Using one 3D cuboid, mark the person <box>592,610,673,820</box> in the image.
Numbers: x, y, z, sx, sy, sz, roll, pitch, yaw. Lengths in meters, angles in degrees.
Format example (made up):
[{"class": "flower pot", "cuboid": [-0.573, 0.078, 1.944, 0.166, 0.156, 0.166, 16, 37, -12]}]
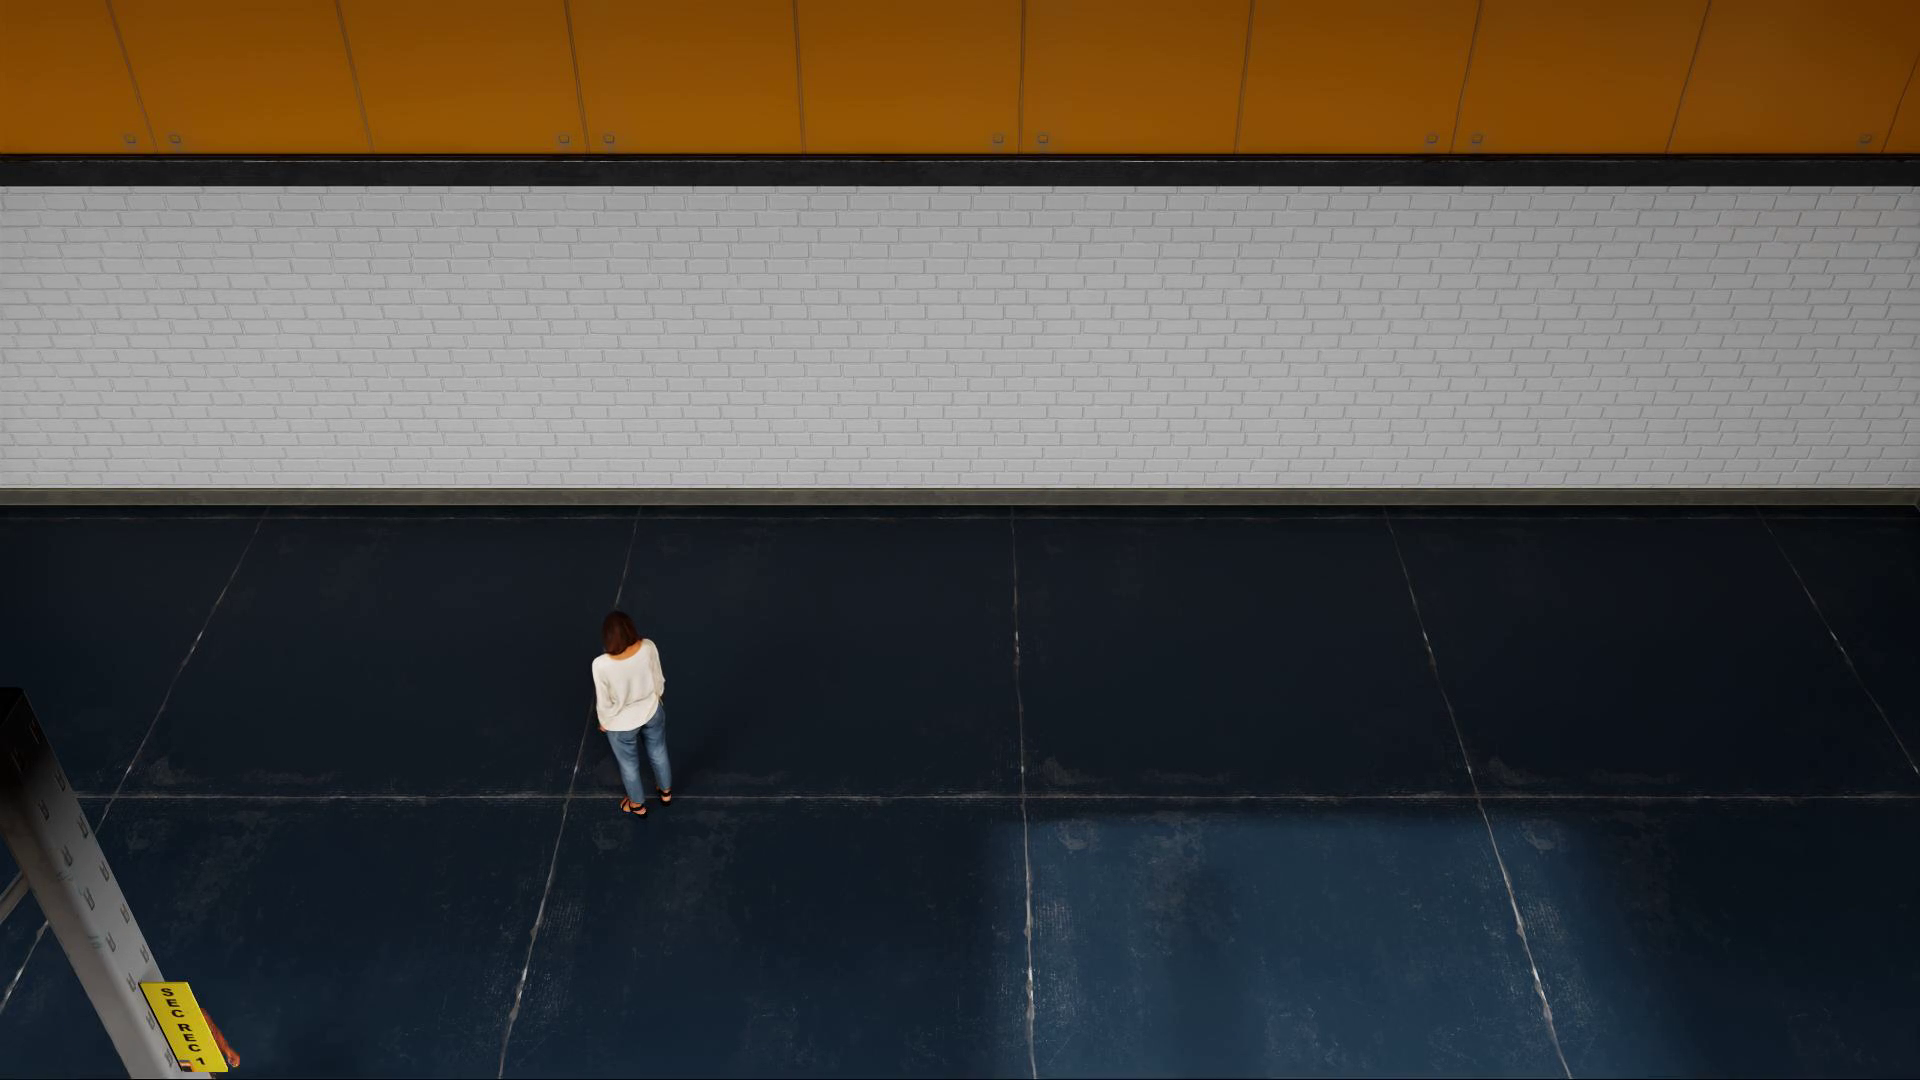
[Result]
[{"class": "person", "cuboid": [-2.035, 1.085, 10.377, 0.697, 1.682, 0.721, -24, 44, -27]}]
